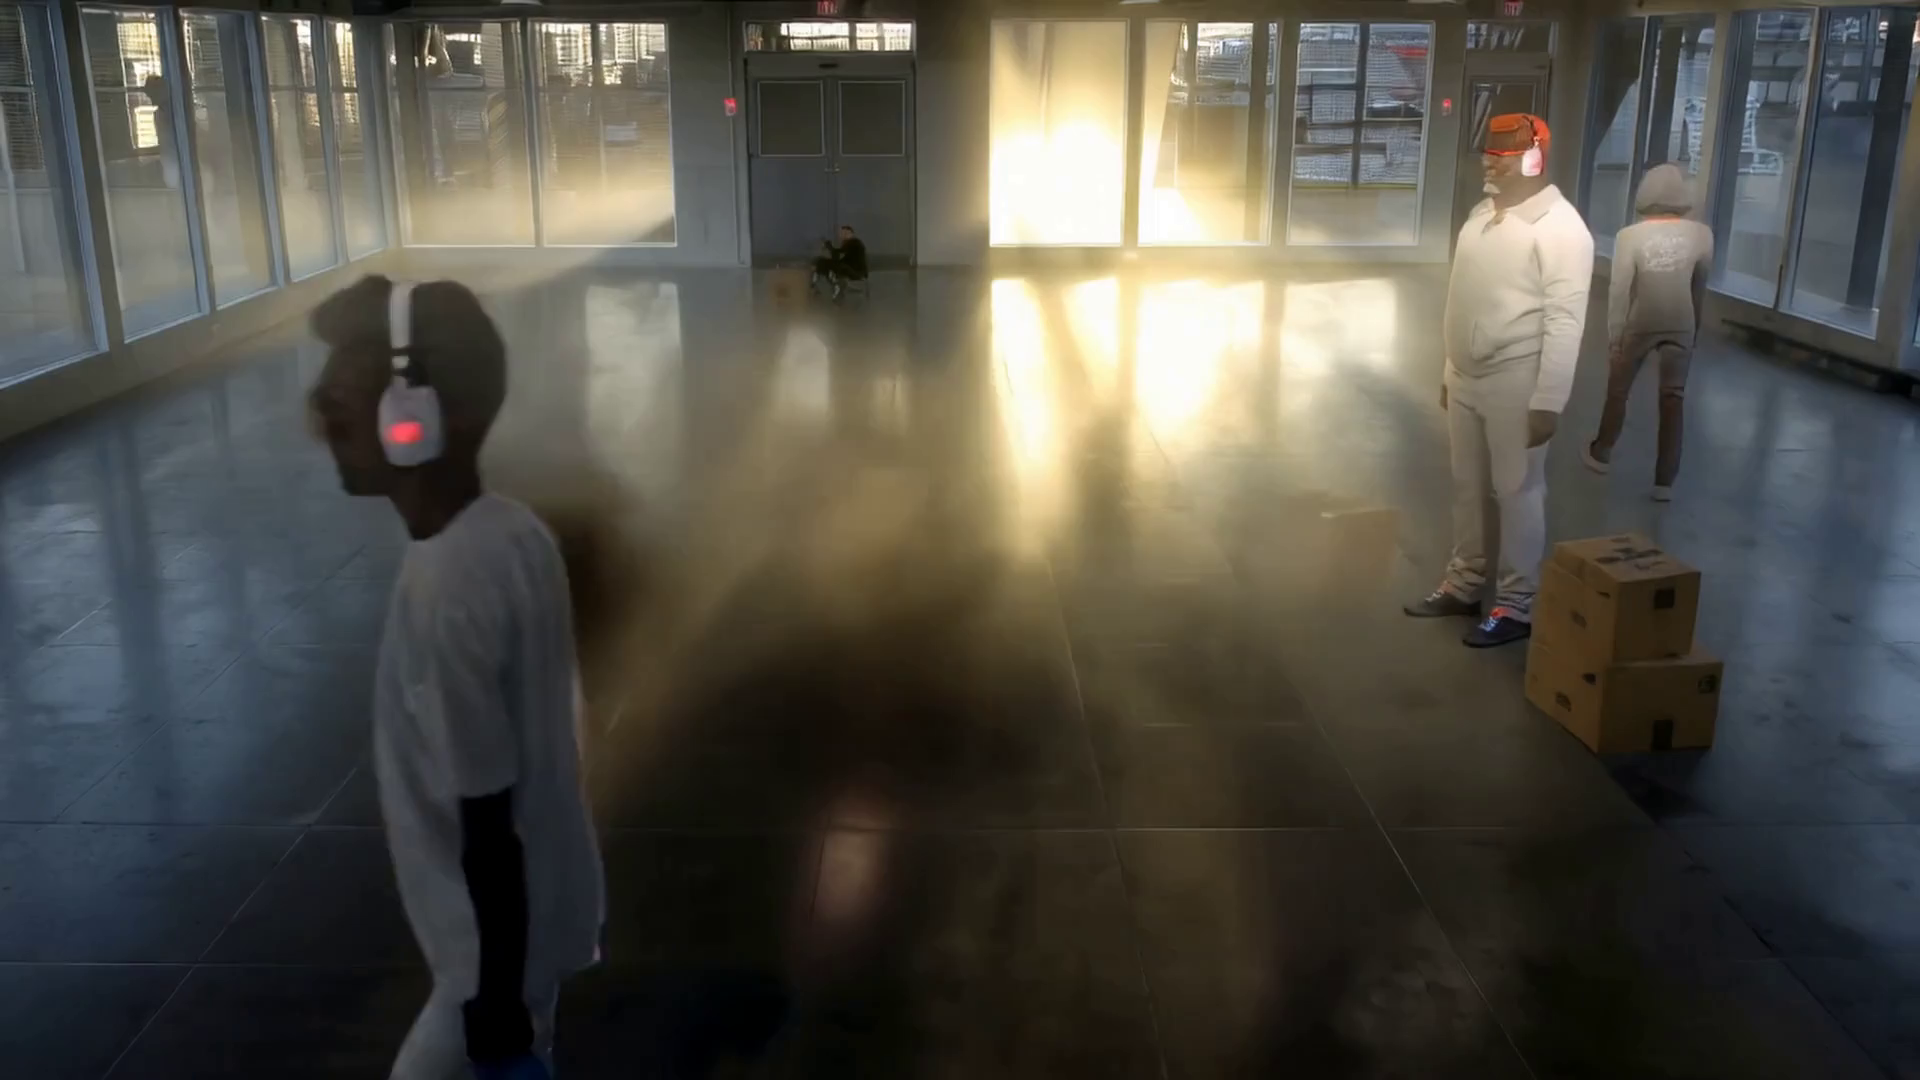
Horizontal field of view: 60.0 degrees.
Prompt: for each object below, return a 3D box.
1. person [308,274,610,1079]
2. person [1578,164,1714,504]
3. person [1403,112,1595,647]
[{"bbox_3d":[-0.676,0.568,2.273,0.438,1.850,0.551,-2,17,-8],"label":"person"},{"bbox_3d":[3.363,-1.012,8.095,0.517,1.588,0.845,0,16,0],"label":"person"},{"bbox_3d":[1.941,-0.565,6.025,0.401,1.910,0.640,-5,17,-16],"label":"person"}]
